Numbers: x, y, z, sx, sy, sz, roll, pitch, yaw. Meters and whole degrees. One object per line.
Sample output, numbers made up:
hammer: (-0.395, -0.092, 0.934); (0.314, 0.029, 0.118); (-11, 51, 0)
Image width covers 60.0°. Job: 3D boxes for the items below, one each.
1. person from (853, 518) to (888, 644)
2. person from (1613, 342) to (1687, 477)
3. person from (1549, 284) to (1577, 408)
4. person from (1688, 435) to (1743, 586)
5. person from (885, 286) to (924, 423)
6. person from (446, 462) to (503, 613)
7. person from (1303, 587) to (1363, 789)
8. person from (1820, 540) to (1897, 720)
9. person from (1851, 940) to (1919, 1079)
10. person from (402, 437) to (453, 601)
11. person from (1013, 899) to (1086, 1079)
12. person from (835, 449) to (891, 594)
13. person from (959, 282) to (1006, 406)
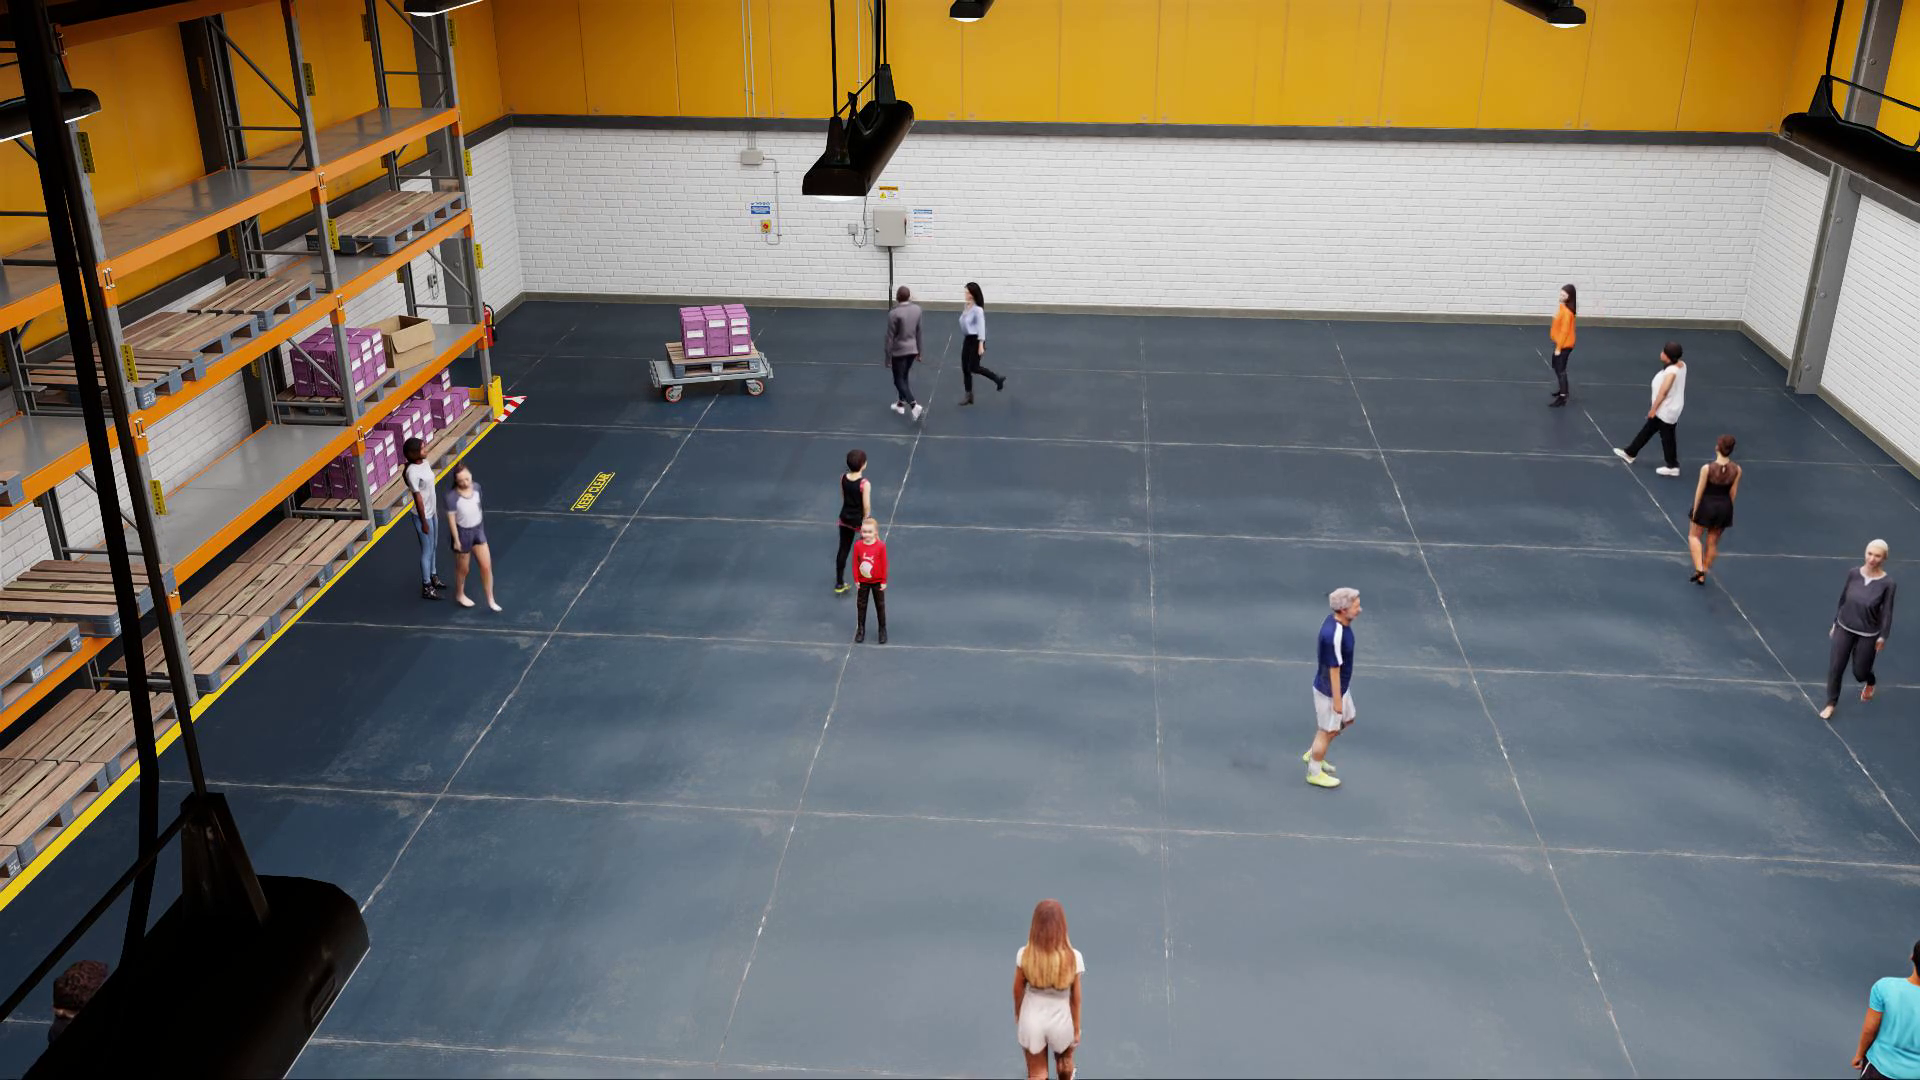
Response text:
person: (-0.866, 0.383, 16.199); (0.476, 1.281, 0.470); (2, 24, 4)
person: (8.628, -1.566, 20.197); (1.045, 1.651, 1.112); (15, 28, 31)
person: (8.235, -2.641, 22.569); (0.844, 1.719, 0.617); (12, 26, 25)
person: (7.816, -0.268, 17.204); (0.591, 1.669, 0.682); (3, 24, 7)
person: (-0.702, -2.448, 22.033); (1.108, 1.795, 1.198); (-16, 28, -32)
person: (-4.999, -0.047, 16.760); (0.930, 1.619, 0.911); (15, 28, 31)
person: (2.980, 1.229, 13.683); (0.765, 1.745, 0.617); (6, 24, 14)
person: (8.021, 0.768, 14.779); (0.959, 1.713, 0.899); (-19, 30, -37)
person: (5.385, 3.031, 9.524); (0.687, 1.775, 0.663); (13, 27, 28)
person: (-5.492, -0.241, 17.078); (0.659, 1.719, 0.489); (0, 24, -1)
person: (0.514, 2.931, 9.880); (0.595, 1.672, 0.951); (3, 24, 7)
person: (-1.129, -0.170, 17.174); (0.861, 1.513, 1.087); (14, 27, 29)
person: (0.264, -2.653, 22.589); (1.001, 1.724, 0.989); (-10, 25, -21)
